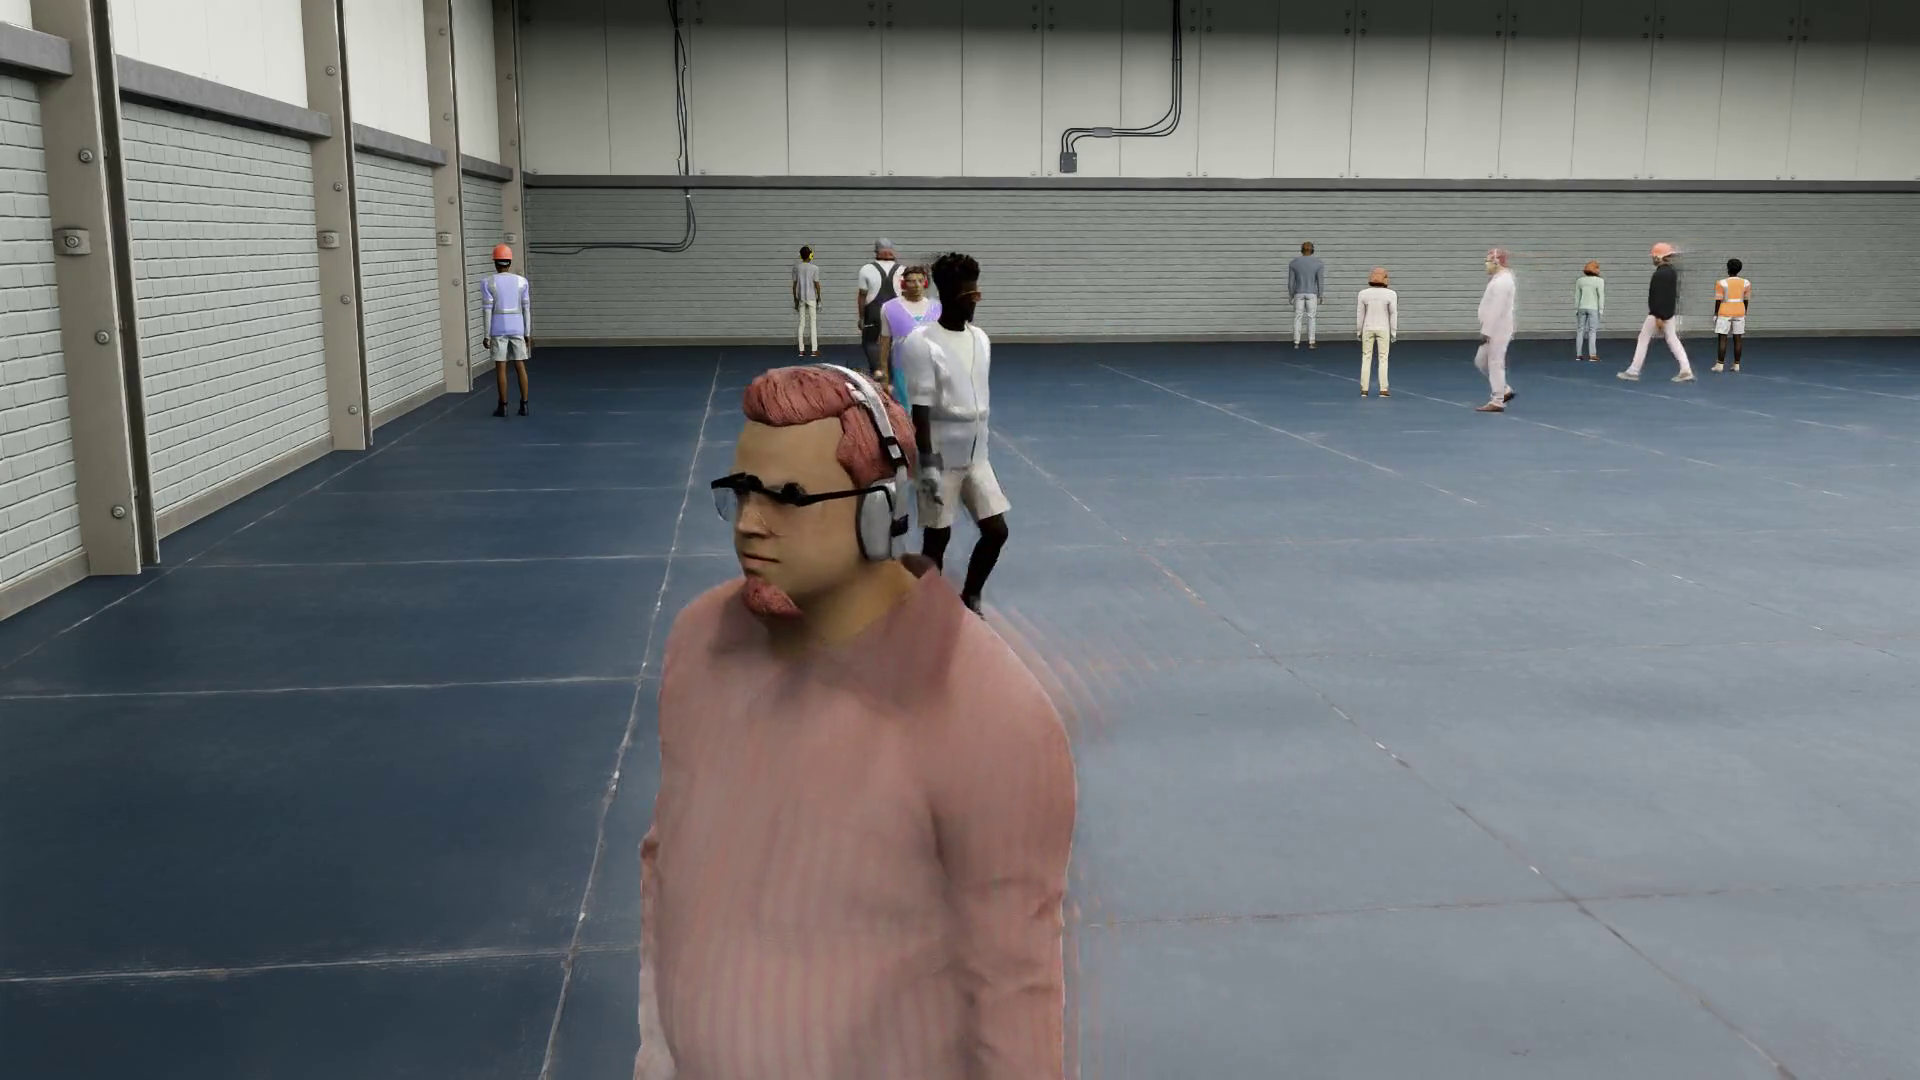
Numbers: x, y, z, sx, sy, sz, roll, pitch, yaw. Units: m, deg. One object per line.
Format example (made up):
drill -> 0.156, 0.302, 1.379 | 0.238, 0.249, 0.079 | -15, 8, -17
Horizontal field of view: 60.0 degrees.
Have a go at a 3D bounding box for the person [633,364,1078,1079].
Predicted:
person -> -0.127, 0.703, 2.150 | 0.789, 1.882, 0.646 | -10, 14, -43

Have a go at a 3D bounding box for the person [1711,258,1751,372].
person -> 11.569, -3.366, 24.973 | 0.535, 1.697, 0.318 | 0, 10, -2

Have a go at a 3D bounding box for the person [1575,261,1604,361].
person -> 10.320, -3.756, 27.277 | 0.287, 1.633, 0.498 | -8, 13, -39

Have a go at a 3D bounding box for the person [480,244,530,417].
person -> -5.128, -2.357, 18.774 | 0.548, 1.936, 0.378 | -6, 12, -31

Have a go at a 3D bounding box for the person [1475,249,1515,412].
person -> 6.169, -2.414, 19.243 | 0.436, 1.887, 0.640 | 3, 11, 13

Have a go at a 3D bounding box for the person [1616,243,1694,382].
person -> 9.850, -3.182, 23.311 | 0.614, 1.948, 1.036 | -8, 13, -38

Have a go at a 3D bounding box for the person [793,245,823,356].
person -> -2.597, -4.066, 28.321 | 0.514, 1.876, 0.328 | 3, 11, 16

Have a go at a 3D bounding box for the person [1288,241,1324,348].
person -> 6.289, -4.450, 30.244 | 0.635, 1.938, 0.359 | 3, 11, 17

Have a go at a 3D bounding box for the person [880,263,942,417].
person -> -0.394, -1.430, 14.057 | 0.578, 1.811, 0.935 | -4, 11, -19

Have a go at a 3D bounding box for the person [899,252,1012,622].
person -> -0.015, -0.396, 7.997 | 0.614, 1.947, 0.511 | -10, 14, -43

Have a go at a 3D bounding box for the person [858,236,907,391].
person -> -1.009, -2.960, 21.798 | 0.703, 2.000, 0.536 | -3, 11, -18

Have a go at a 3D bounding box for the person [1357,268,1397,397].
person -> 5.286, -2.632, 21.116 | 0.504, 1.632, 0.270 | 5, 12, 26
